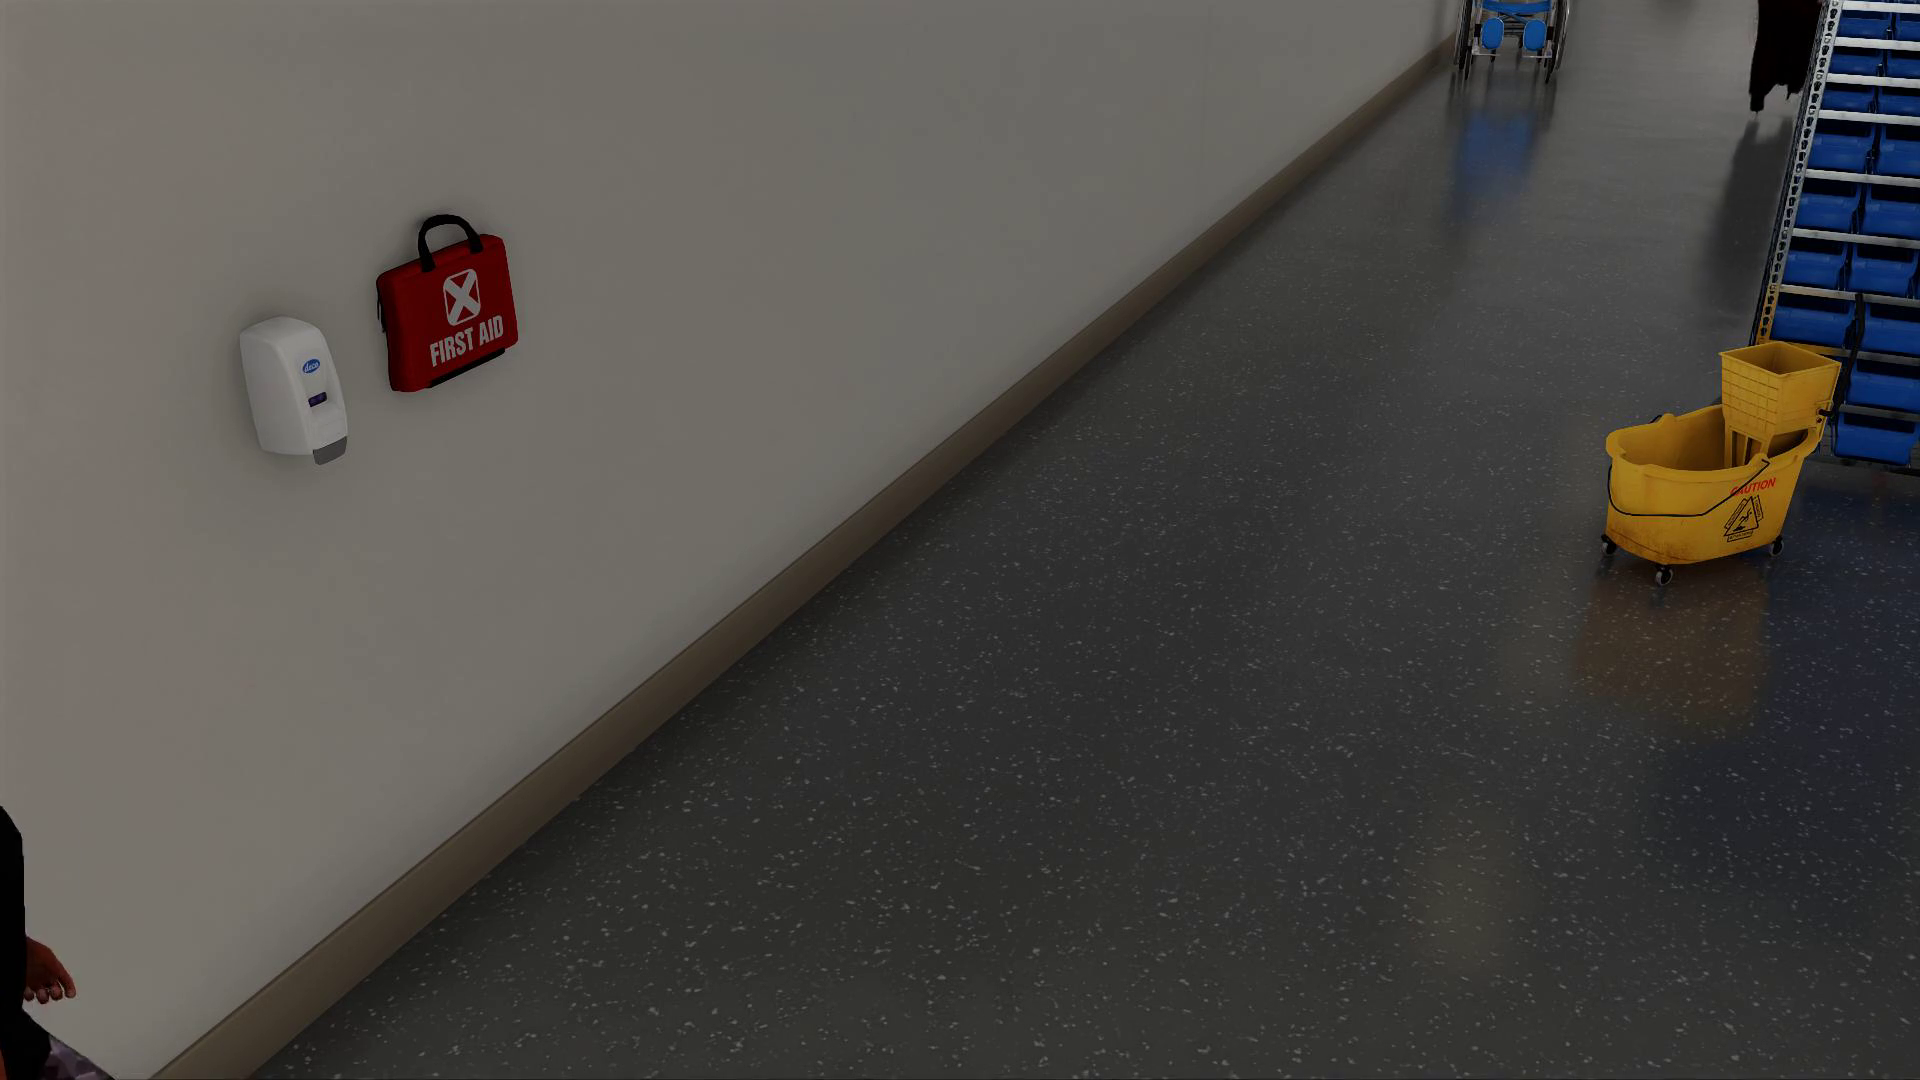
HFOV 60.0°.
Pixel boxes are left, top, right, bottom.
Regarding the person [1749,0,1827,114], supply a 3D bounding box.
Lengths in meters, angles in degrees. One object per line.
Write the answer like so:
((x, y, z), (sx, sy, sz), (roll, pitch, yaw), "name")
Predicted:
((5.834, -3.834, 11.651), (1.025, 1.702, 0.765), (14, 29, 26), "person")
